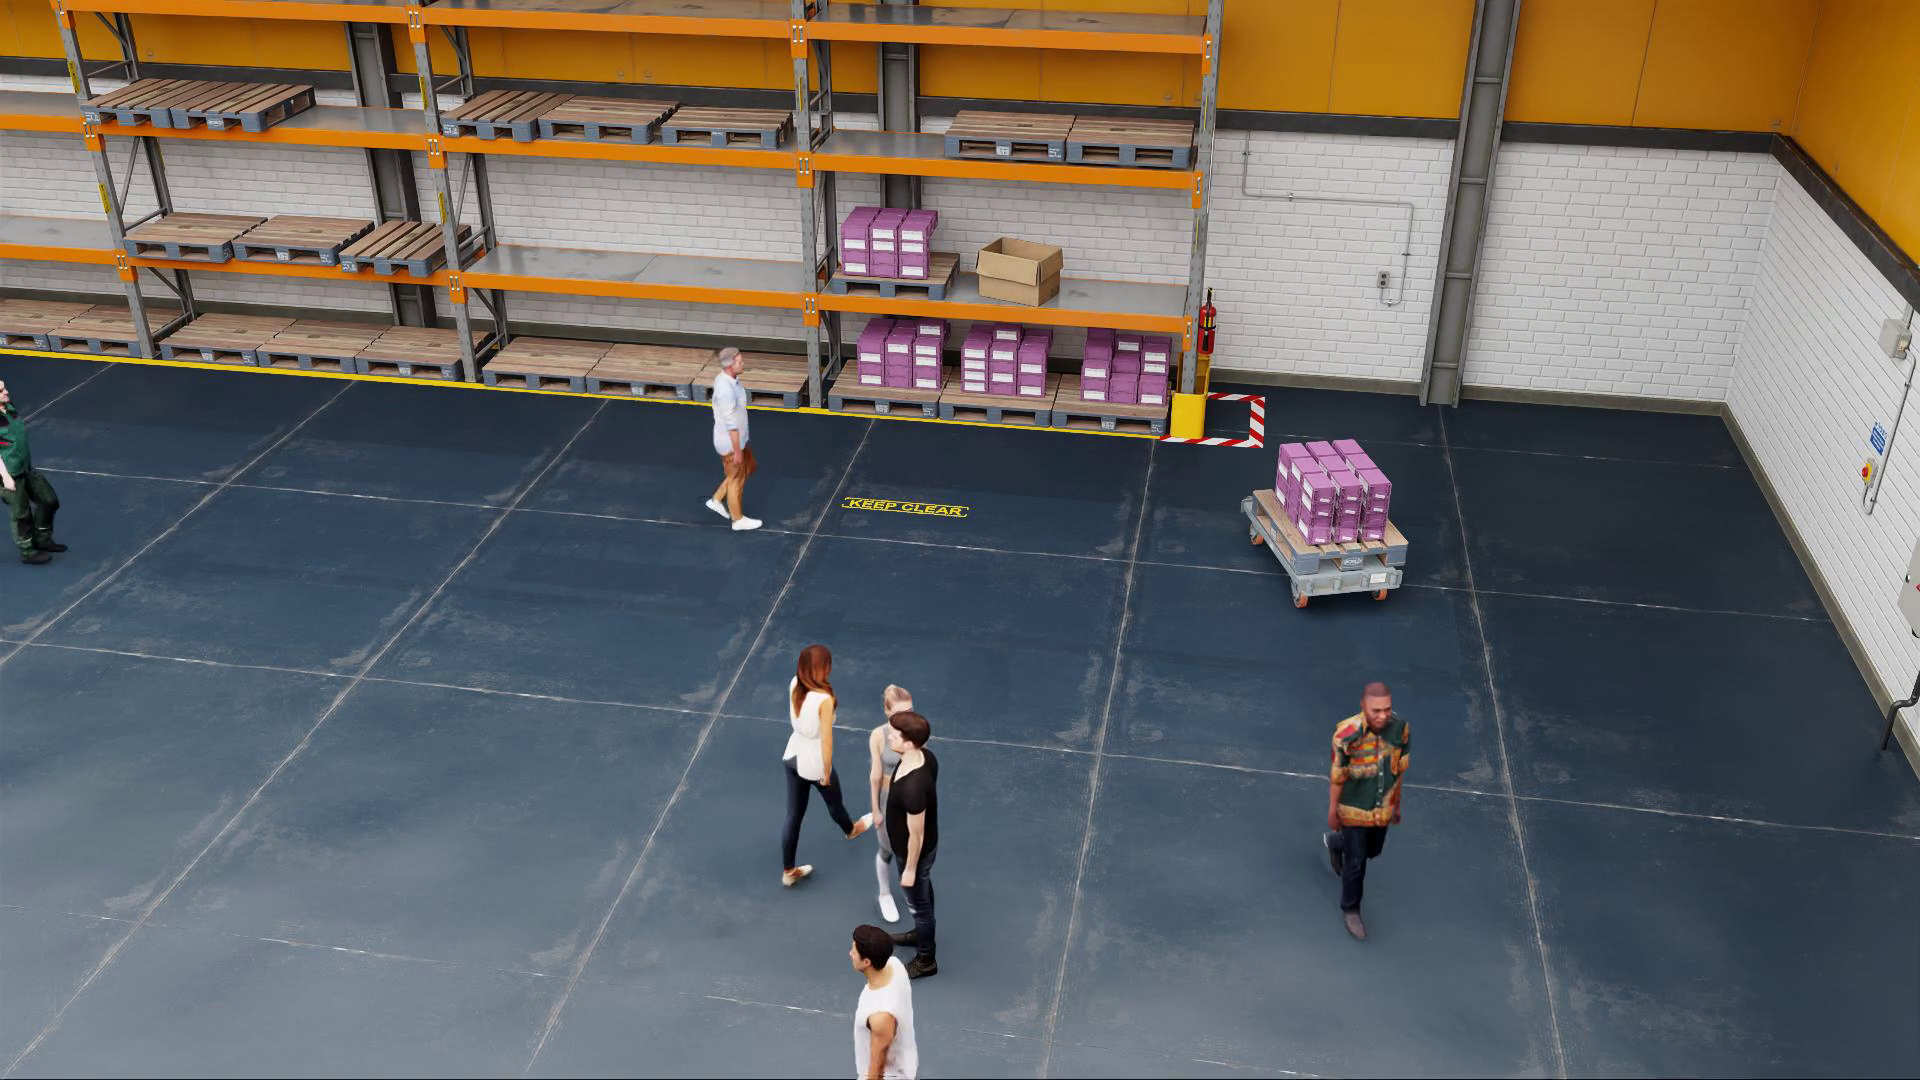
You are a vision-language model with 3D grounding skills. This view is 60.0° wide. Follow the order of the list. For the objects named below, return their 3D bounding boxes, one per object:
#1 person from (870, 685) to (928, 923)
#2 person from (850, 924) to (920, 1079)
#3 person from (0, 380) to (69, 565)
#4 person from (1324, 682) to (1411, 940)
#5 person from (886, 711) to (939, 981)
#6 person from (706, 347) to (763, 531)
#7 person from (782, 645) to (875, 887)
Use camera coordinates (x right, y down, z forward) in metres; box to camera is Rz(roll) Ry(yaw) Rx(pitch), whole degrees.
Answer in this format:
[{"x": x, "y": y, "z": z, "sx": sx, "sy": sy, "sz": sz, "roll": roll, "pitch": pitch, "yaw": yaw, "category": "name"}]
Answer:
[{"x": -0.399, "y": 1.664, "z": 10.646, "sx": 0.637, "sy": 1.704, "sz": 0.718, "roll": -12, "pitch": 31, "yaw": -20, "category": "person"}, {"x": -0.330, "y": 2.753, "z": 8.580, "sx": 0.722, "sy": 1.770, "sz": 0.775, "roll": -4, "pitch": 29, "yaw": -6, "category": "person"}, {"x": -8.432, "y": -0.608, "z": 14.678, "sx": 0.670, "sy": 1.831, "sz": 0.662, "roll": 2, "pitch": 29, "yaw": 4, "category": "person"}, {"x": 2.552, "y": 1.629, "z": 10.618, "sx": 1.042, "sy": 1.791, "sz": 0.994, "roll": -7, "pitch": 29, "yaw": -13, "category": "person"}, {"x": -0.266, "y": 1.847, "z": 10.109, "sx": 0.619, "sy": 1.896, "sz": 0.709, "roll": 1, "pitch": 29, "yaw": 1, "category": "person"}, {"x": -2.164, "y": -0.920, "z": 15.263, "sx": 0.850, "sy": 1.819, "sz": 0.805, "roll": -3, "pitch": 29, "yaw": -6, "category": "person"}, {"x": -1.053, "y": 1.508, "z": 10.891, "sx": 1.078, "sy": 1.742, "sz": 1.002, "roll": 23, "pitch": 36, "yaw": 36, "category": "person"}]
